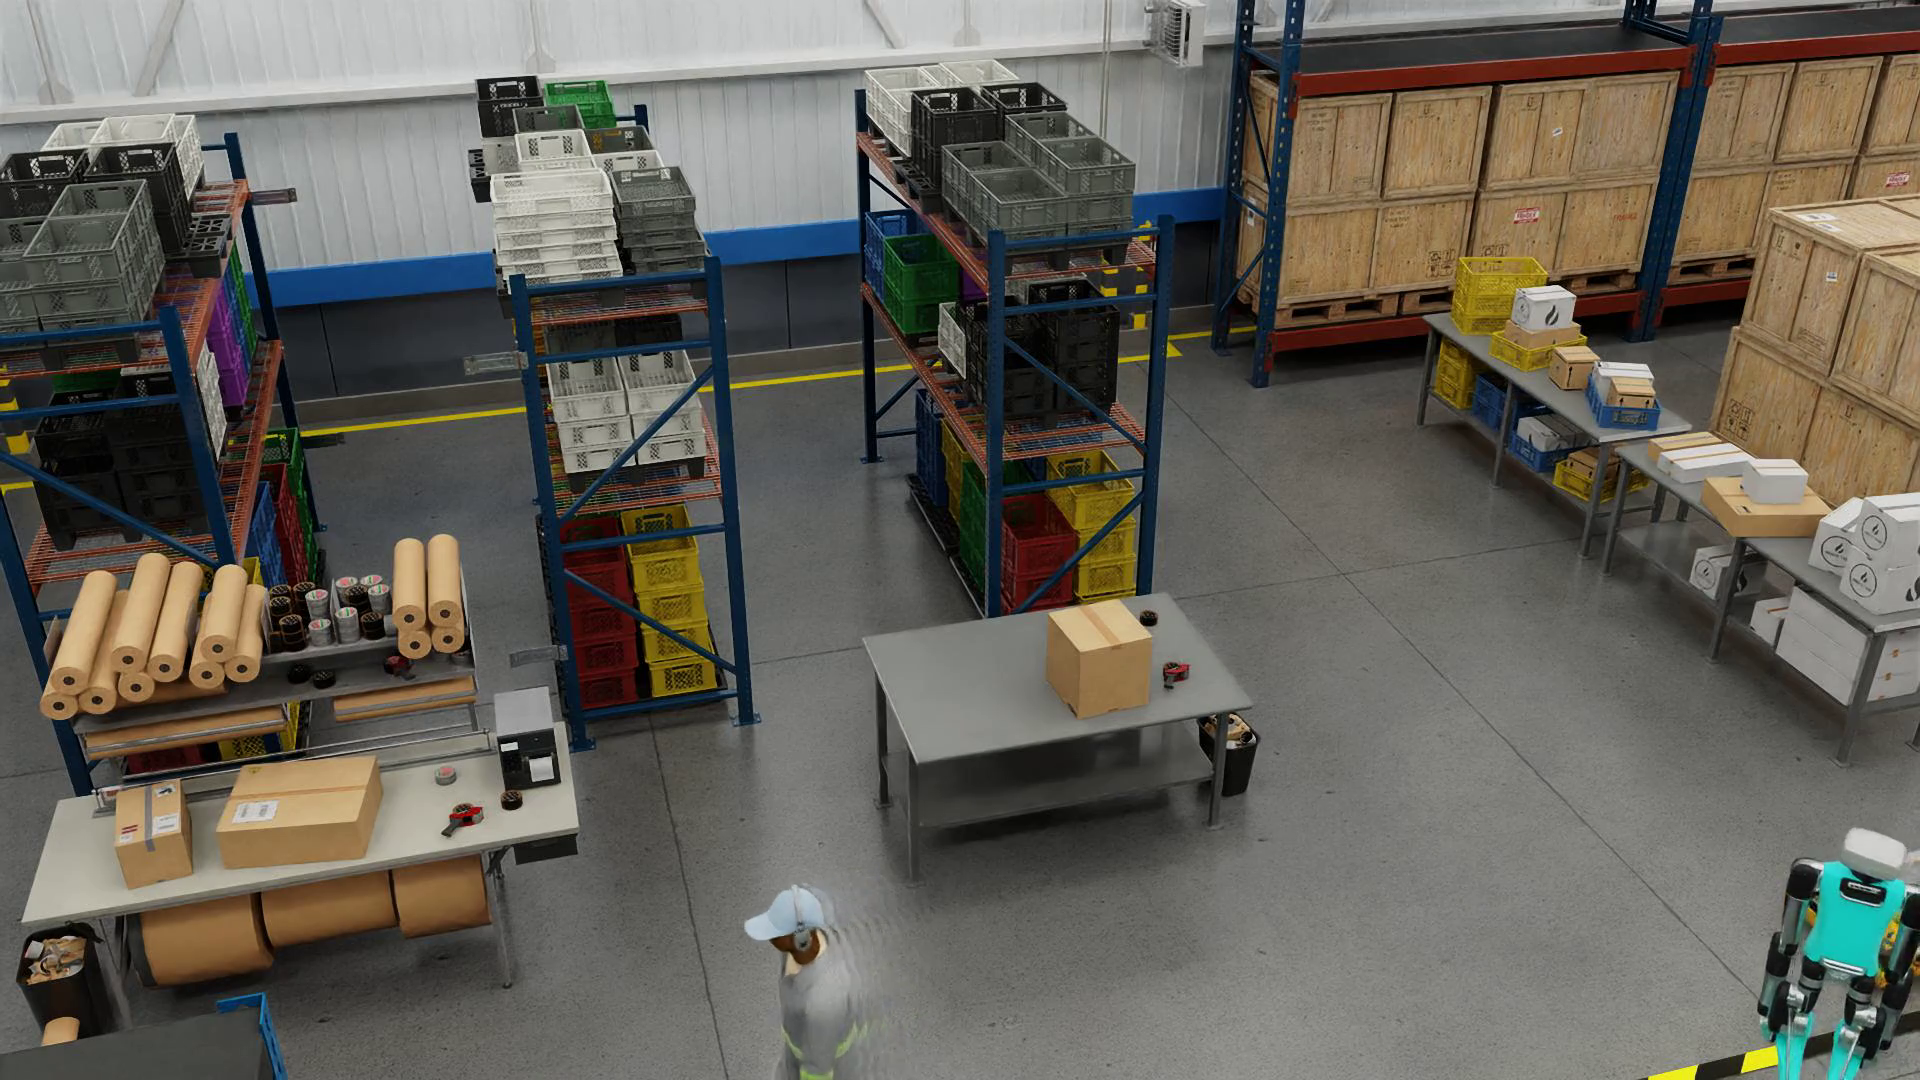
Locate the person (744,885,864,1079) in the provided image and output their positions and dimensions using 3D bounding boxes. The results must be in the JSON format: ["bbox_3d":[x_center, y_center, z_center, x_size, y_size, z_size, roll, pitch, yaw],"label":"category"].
[{"bbox_3d":[-0.651,2.129,6.689,0.951,1.797,0.617,-9,30,-15],"label":"person"}]

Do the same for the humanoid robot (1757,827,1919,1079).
[{"bbox_3d":[3.564,2.085,6.828,0.586,1.747,0.781,13,32,23],"label":"humanoid robot"}]

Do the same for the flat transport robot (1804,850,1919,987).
[{"bbox_3d":[5.163,1.916,8.676,1.431,0.231,0.659,-8,30,-14],"label":"flat transport robot"}]
